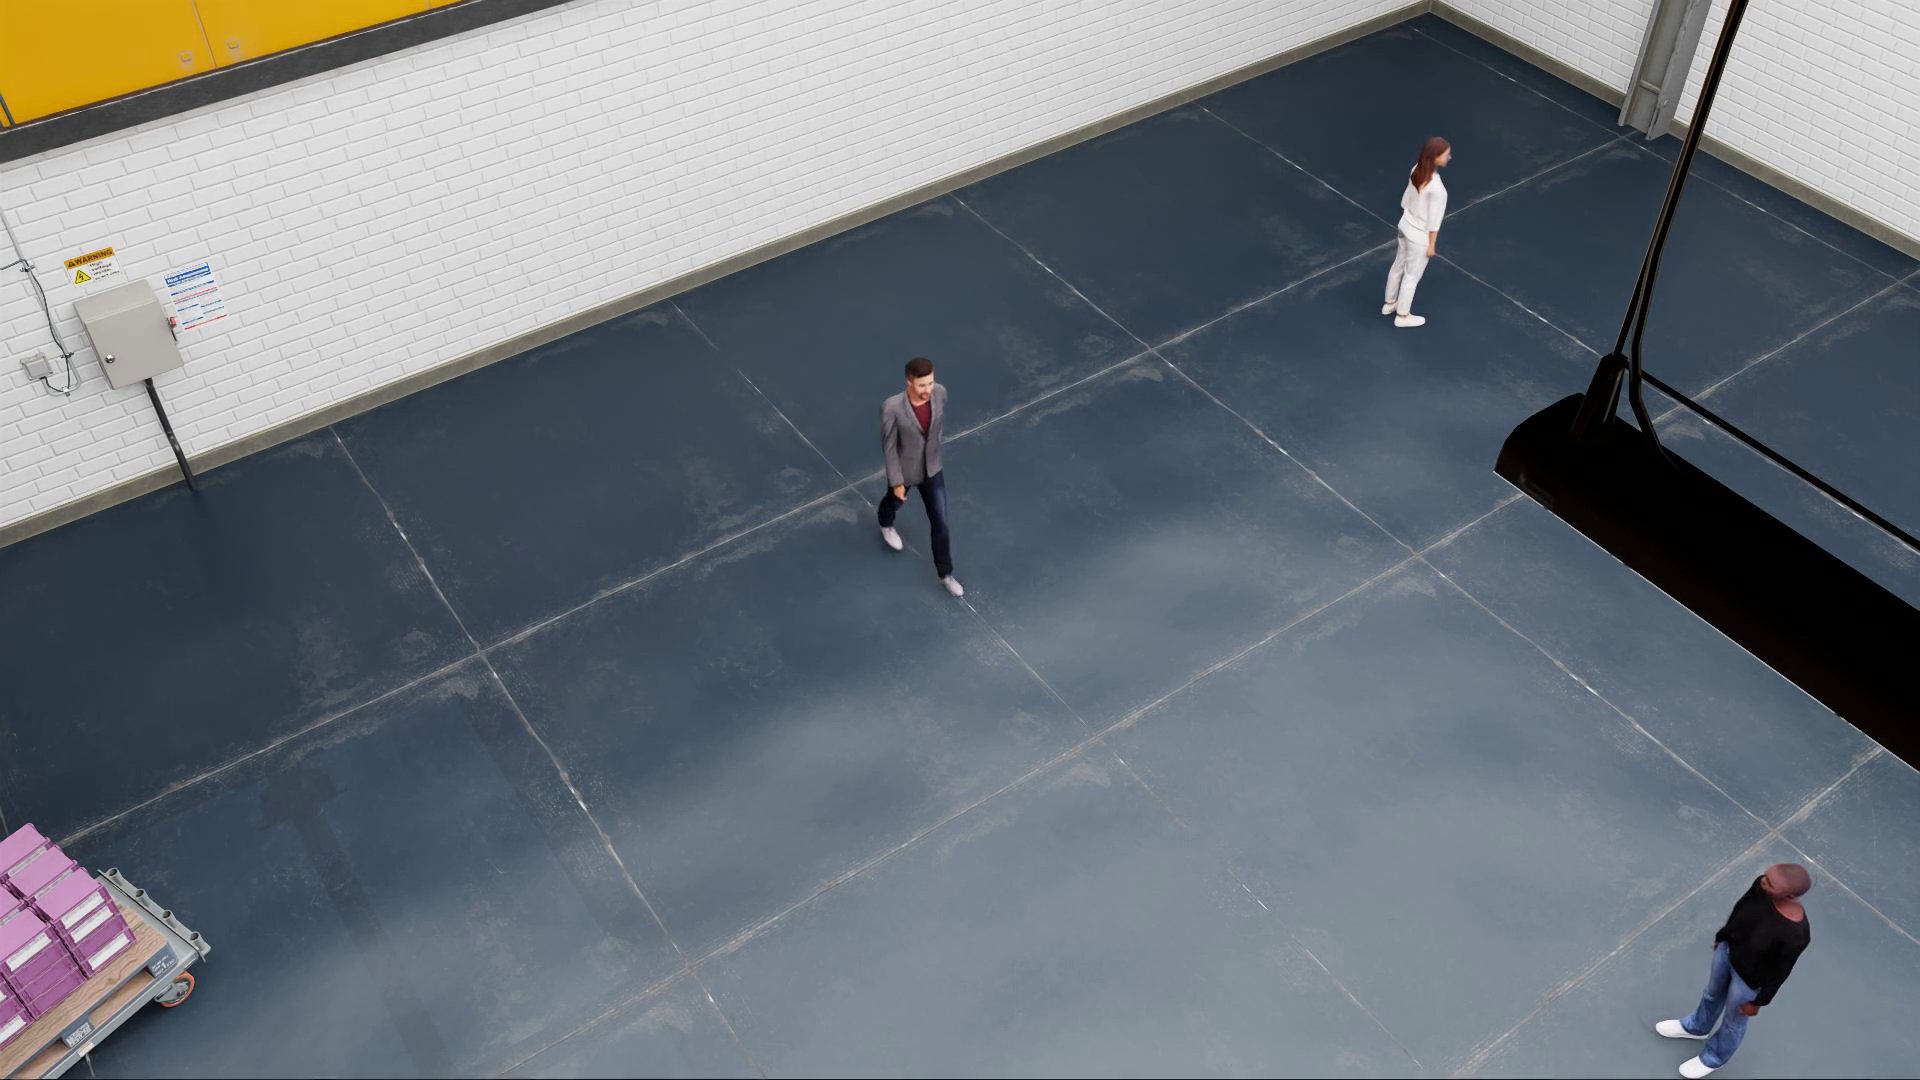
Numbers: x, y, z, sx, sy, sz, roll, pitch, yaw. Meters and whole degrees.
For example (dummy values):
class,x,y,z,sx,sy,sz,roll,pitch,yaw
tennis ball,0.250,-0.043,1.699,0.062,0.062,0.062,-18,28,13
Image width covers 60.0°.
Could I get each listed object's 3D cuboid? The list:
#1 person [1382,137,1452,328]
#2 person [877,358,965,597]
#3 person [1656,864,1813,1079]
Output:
class,x,y,z,sx,sy,sz,roll,pitch,yaw
person,3.742,-2.521,13.601,0.719,1.687,0.570,-13,45,-13
person,-0.363,-0.530,11.409,0.772,1.827,1.234,-21,48,-21
person,4.072,2.203,8.600,0.738,1.747,0.627,-6,44,-6
